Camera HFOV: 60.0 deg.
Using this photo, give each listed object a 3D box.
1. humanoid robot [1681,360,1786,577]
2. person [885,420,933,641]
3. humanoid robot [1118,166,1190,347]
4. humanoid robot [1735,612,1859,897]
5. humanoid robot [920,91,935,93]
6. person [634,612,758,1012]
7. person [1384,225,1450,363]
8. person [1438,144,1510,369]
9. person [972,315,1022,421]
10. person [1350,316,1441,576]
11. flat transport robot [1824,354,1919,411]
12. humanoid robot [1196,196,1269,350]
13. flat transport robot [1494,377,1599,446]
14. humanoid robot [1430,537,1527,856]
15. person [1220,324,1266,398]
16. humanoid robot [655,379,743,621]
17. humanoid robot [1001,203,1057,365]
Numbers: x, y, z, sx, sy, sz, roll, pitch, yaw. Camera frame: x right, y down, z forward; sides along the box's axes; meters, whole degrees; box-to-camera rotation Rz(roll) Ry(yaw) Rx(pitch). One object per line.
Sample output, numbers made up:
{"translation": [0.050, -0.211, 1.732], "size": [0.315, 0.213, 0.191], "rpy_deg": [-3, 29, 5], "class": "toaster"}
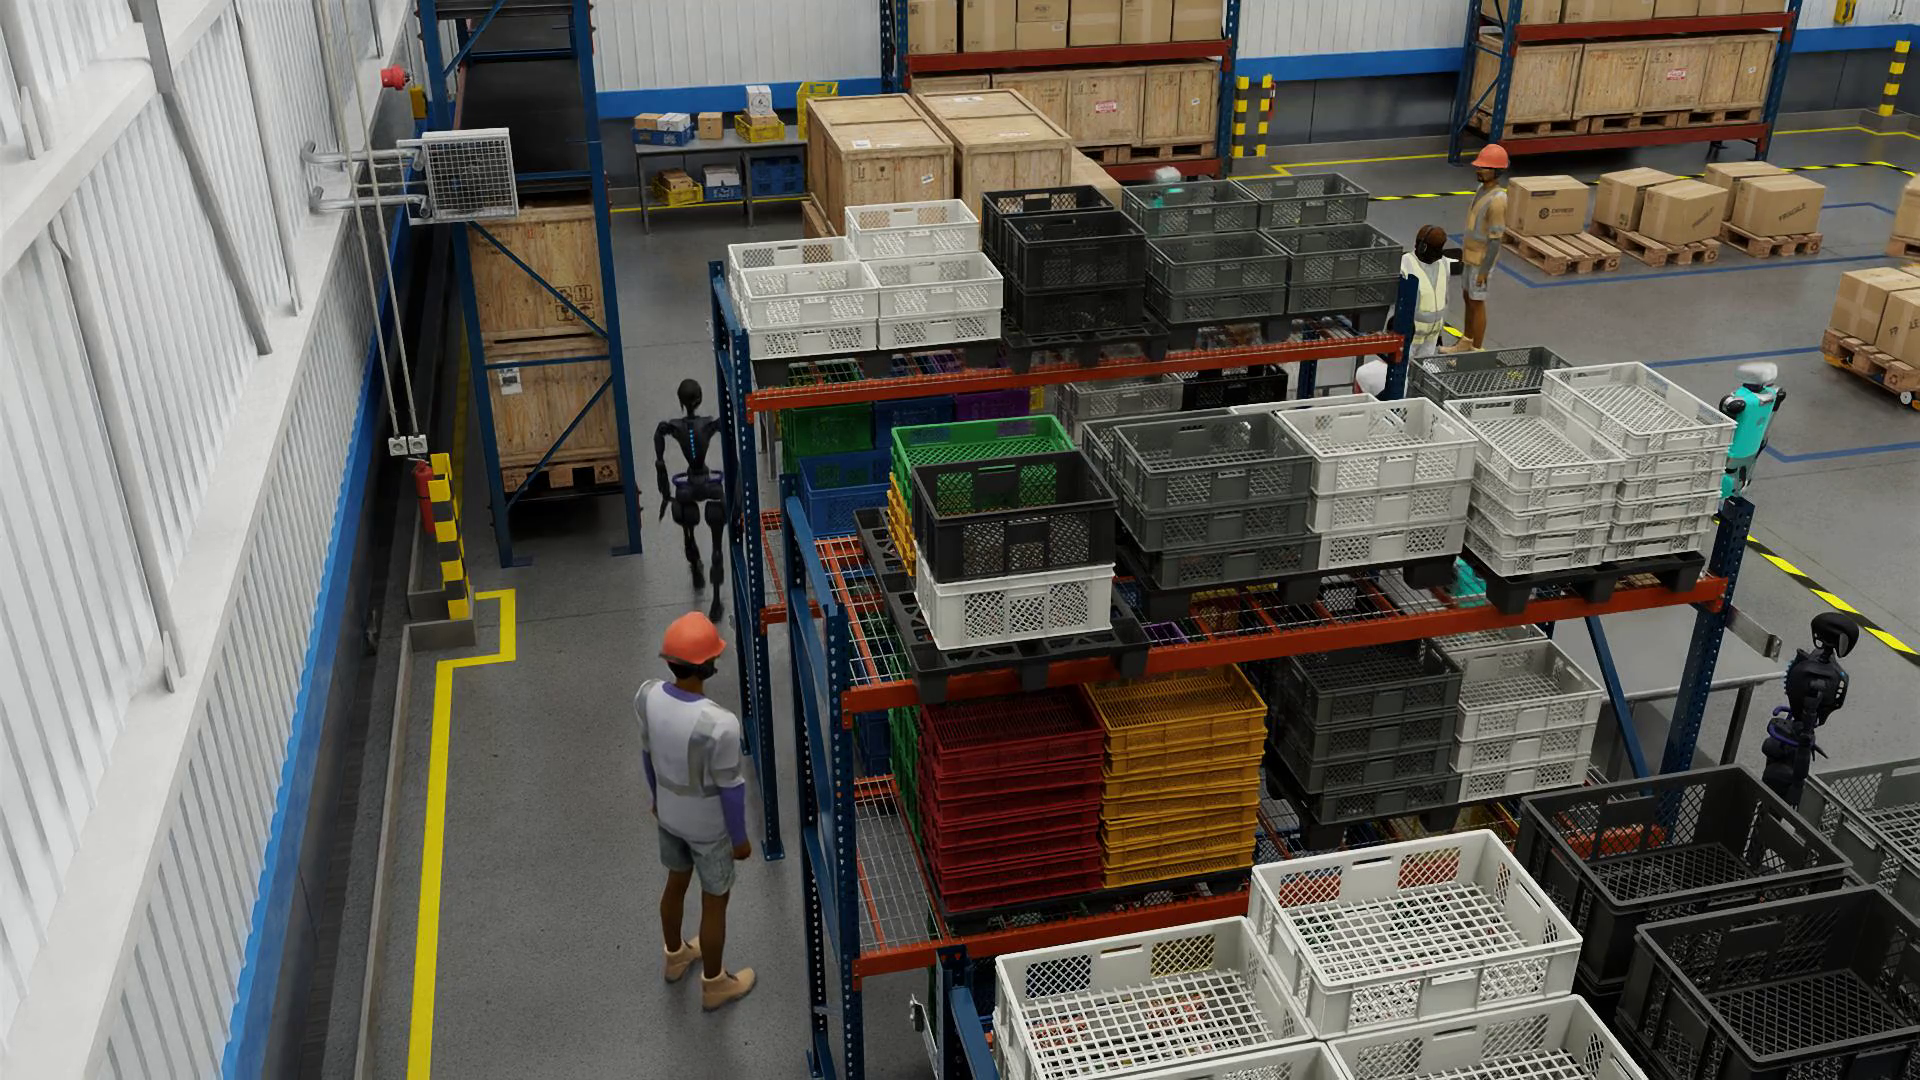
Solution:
{"translation": [5.015, -0.485, 11.243], "size": [0.533, 1.681, 0.735], "rpy_deg": [-15, 31, -26], "class": "humanoid robot"}
{"translation": [-0.164, -0.182, 10.735], "size": [0.994, 1.810, 0.522], "rpy_deg": [-17, 32, -28], "class": "person"}
{"translation": [1.715, -2.516, 15.223], "size": [0.930, 1.757, 0.544], "rpy_deg": [-11, 30, -20], "class": "humanoid robot"}
{"translation": [4.243, 1.091, 8.449], "size": [0.315, 1.657, 0.599], "rpy_deg": [15, 31, 26], "class": "humanoid robot"}
{"translation": [-0.073, -4.012, 18.132], "size": [1.028, 1.759, 0.539], "rpy_deg": [-7, 29, -13], "class": "humanoid robot"}
{"translation": [-1.215, 1.258, 7.785], "size": [0.617, 2.030, 0.445], "rpy_deg": [21, 35, 35], "class": "person"}
{"translation": [3.711, -1.678, 13.559], "size": [0.628, 1.835, 0.429], "rpy_deg": [-15, 31, -26], "class": "person"}
{"translation": [4.652, -2.543, 14.964], "size": [0.355, 2.047, 0.613], "rpy_deg": [1, 28, 1], "class": "person"}
{"translation": [0.295, -0.880, 12.151], "size": [0.804, 1.718, 0.543], "rpy_deg": [-8, 29, -14], "class": "person"}
{"translation": [2.958, -0.631, 11.487], "size": [0.585, 1.911, 0.399], "rpy_deg": [2, 28, 3], "class": "person"}
{"translation": [8.473, -1.467, 14.800], "size": [0.652, 0.197, 1.431], "rpy_deg": [-6, 28, -12], "class": "flat transport robot"}
{"translation": [2.333, -2.093, 14.432], "size": [0.999, 1.730, 0.545], "rpy_deg": [-8, 29, -14], "class": "humanoid robot"}
{"translation": [4.780, -1.036, 14.013], "size": [0.659, 0.231, 1.431], "rpy_deg": [-6, 28, -12], "class": "flat transport robot"}
{"translation": [2.769, 0.871, 8.817], "size": [0.609, 1.786, 0.817], "rpy_deg": [-5, 28, -10], "class": "humanoid robot"}
{"translation": [1.991, -0.712, 11.742], "size": [0.758, 1.821, 0.521], "rpy_deg": [-24, 36, -38], "class": "person"}
{"translation": [-1.735, -0.310, 11.145], "size": [0.593, 1.633, 0.727], "rpy_deg": [-3, 28, -6], "class": "humanoid robot"}
{"translation": [0.734, -2.042, 14.407], "size": [0.901, 1.830, 0.548], "rpy_deg": [-11, 30, -20], "class": "humanoid robot"}
